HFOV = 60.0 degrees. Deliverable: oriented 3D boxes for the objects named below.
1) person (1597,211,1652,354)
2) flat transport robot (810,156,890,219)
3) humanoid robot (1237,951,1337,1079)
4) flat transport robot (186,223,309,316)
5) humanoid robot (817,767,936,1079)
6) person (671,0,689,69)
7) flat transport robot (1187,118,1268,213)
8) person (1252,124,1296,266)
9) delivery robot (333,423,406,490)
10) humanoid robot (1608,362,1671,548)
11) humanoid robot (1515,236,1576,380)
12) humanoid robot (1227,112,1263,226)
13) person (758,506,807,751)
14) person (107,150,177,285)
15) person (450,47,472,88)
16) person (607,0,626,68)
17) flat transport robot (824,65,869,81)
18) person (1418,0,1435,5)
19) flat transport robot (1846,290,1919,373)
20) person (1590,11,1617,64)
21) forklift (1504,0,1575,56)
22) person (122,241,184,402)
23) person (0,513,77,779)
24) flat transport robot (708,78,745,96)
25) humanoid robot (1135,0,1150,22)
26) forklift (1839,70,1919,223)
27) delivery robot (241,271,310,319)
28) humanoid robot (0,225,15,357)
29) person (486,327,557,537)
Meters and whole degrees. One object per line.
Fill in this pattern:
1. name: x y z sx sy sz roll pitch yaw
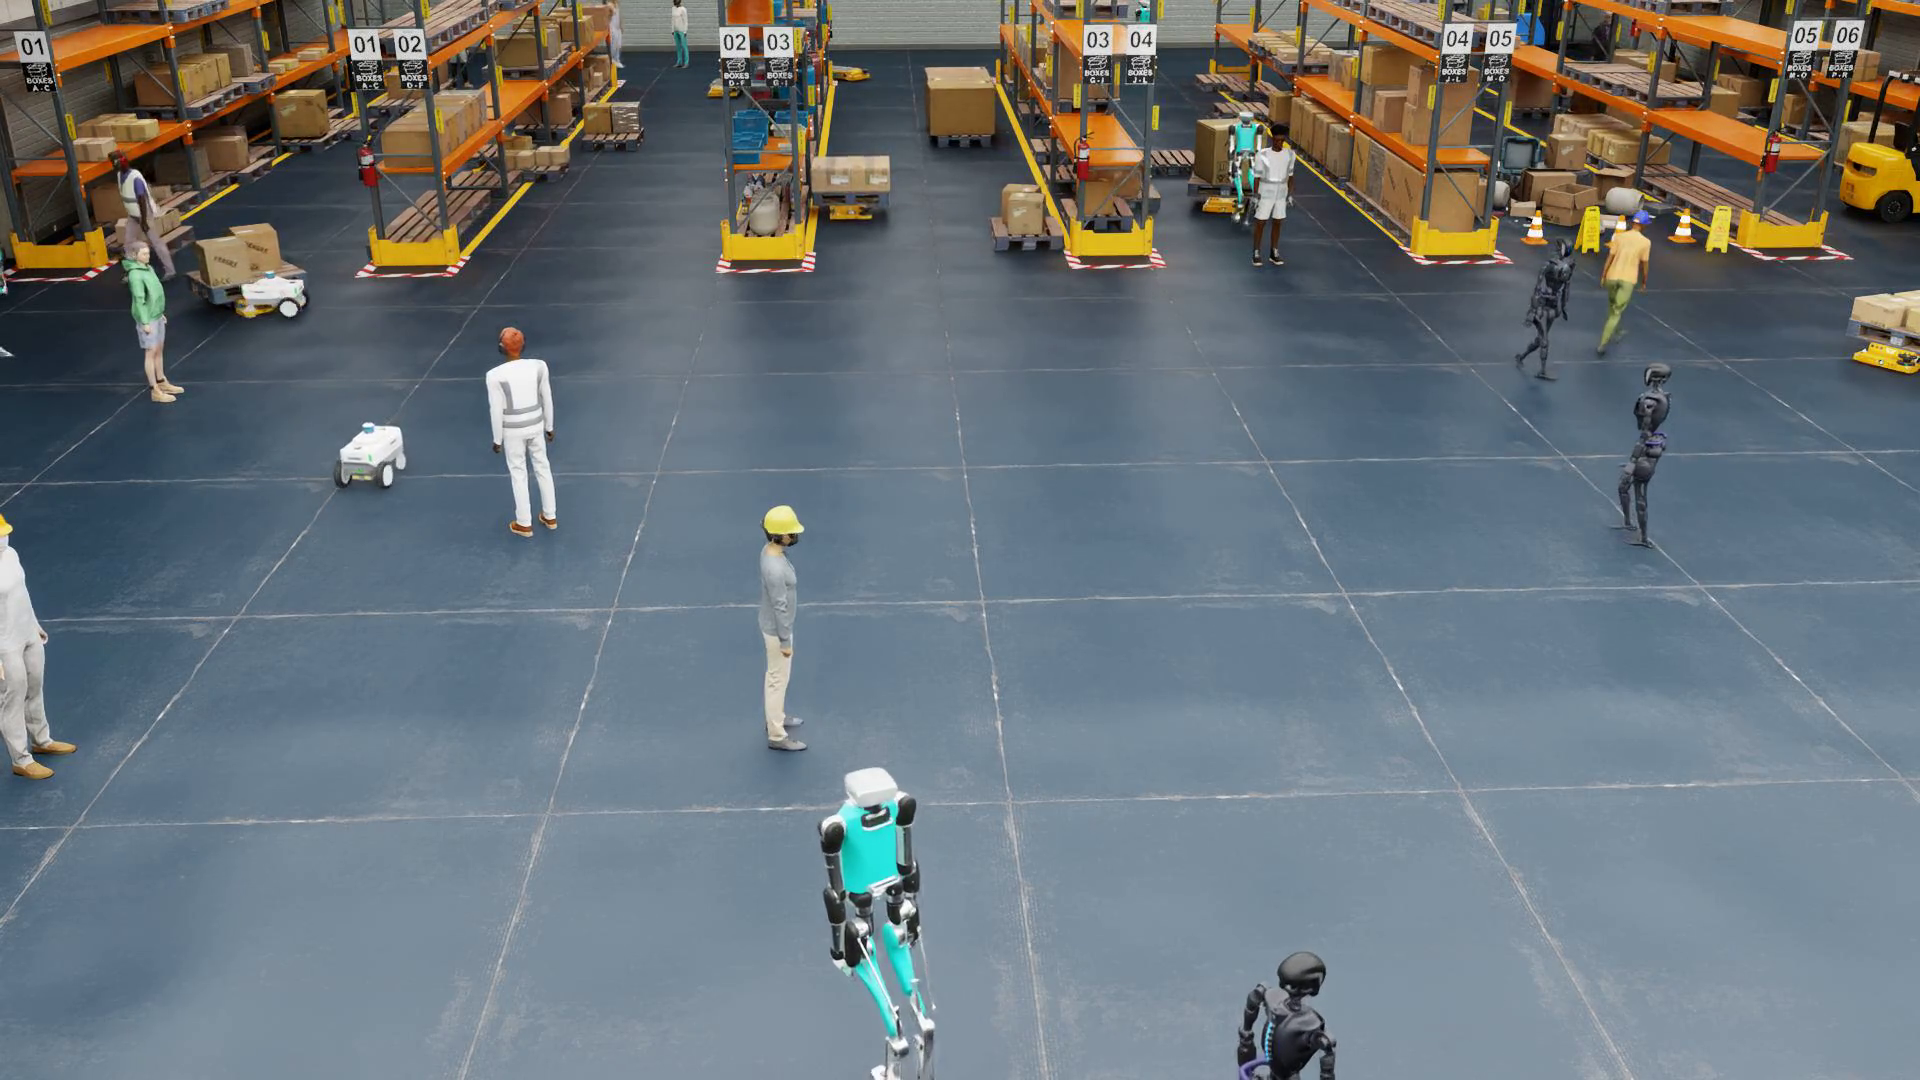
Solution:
1. person: 7.838 -3.052 19.620 0.451 1.645 0.913 21 31 39
2. flat transport robot: -1.723 -5.337 26.465 0.659 0.231 1.431 -1 24 -2
3. humanoid robot: 1.410 2.458 7.256 0.743 1.630 0.602 -15 28 -31
4. flat transport robot: -9.246 -3.186 21.630 0.659 0.231 1.431 -19 30 -36
5. humanoid robot: -0.309 2.065 8.159 0.542 1.884 0.750 -17 29 -33
6. person: -6.834 -12.391 40.473 0.532 1.767 0.308 19 30 36
7. flat transport robot: 4.322 -5.540 26.921 0.659 0.231 1.431 5 25 12
8. person: 4.371 -4.821 23.220 0.607 1.964 0.368 -5 24 -11
9. delivery robot: -5.644 -0.832 15.978 0.499 0.585 0.765 3 24 6
10. humanoid robot: 5.923 -0.738 14.410 0.452 1.646 0.601 14 27 28
11. humanoid robot: 6.574 -2.645 18.756 0.610 1.637 0.713 -14 27 -28
12. humanoid robot: 4.317 -5.535 25.091 0.533 1.719 1.005 0 24 0
13. person: -1.196 0.589 11.317 0.346 1.759 0.536 -5 24 -10
14. person: -11.062 -4.309 22.266 0.701 1.796 0.863 19 30 37
15. person: -11.368 -11.077 37.624 0.550 1.698 0.347 5 24 10
16. person: -8.356 -12.437 40.469 0.409 1.848 0.547 7 25 15
17. flat transport robot: -2.912 -11.006 39.203 1.431 0.231 0.659 14 27 28
18. person: 11.665 -13.001 41.847 0.576 1.798 0.636 -15 28 -30
19. flat transport robot: 11.188 -2.232 19.487 1.431 0.231 0.659 -16 29 -32
20. person: 14.080 -10.650 36.465 0.538 1.845 0.501 -3 24 -6
21. forklift: 14.700 -13.805 42.301 1.873 2.768 1.129 -1 24 -2
22. person: -8.747 -2.371 17.991 0.332 1.739 0.471 -1 24 -3
23. person: -6.253 0.662 10.986 0.362 1.894 0.587 1 24 2
24. flat transport robot: -5.224 -10.148 37.274 0.659 0.231 1.431 0 24 1
25. humanoid robot: 4.139 -11.840 39.115 0.533 1.671 0.735 -18 30 -35
26. forklift: 15.132 -6.143 25.915 2.313 2.155 1.214 -1 24 -2
27. delivery robot: -8.699 -3.113 21.113 0.791 0.592 0.499 -2 24 -4
28. humanoid robot: -11.498 -2.927 19.336 0.841 1.849 0.562 -1 24 -2
29. person: -3.845 -0.950 14.628 0.586 1.883 0.348 -18 30 -35
